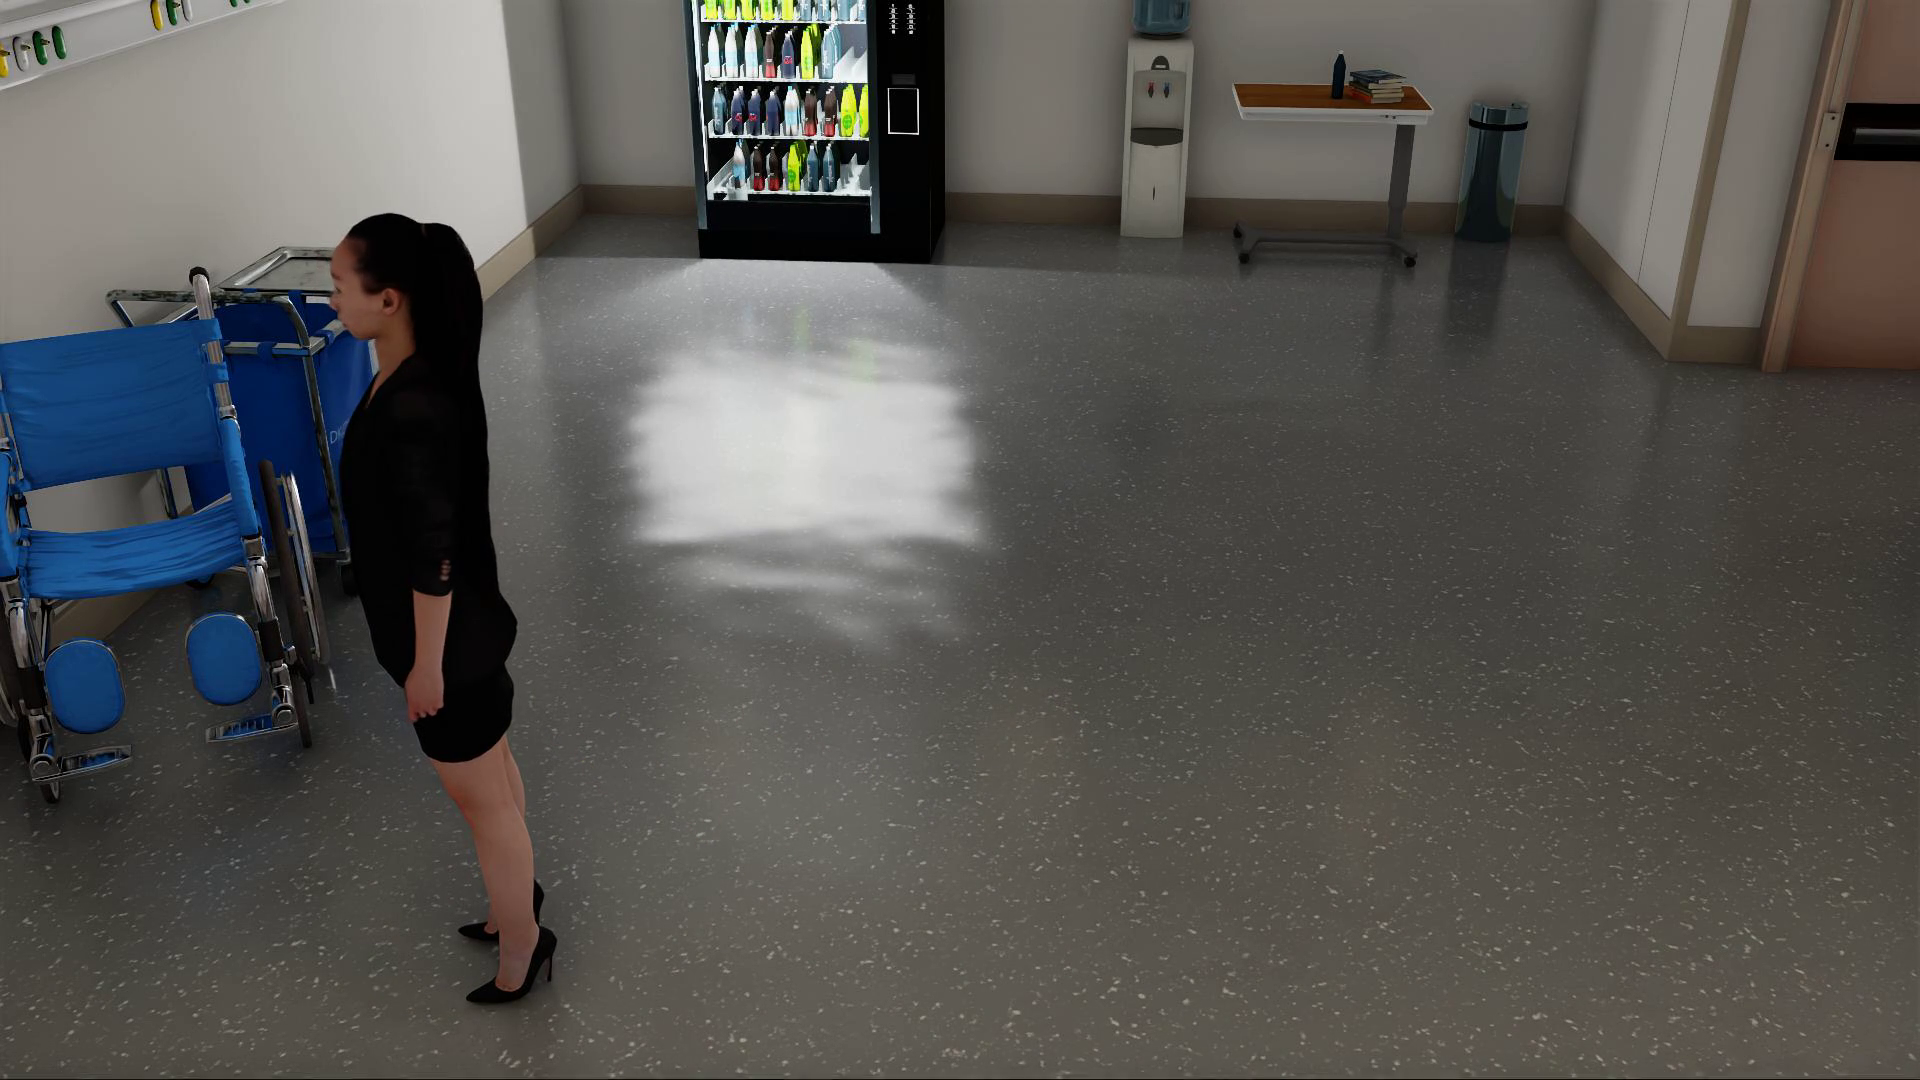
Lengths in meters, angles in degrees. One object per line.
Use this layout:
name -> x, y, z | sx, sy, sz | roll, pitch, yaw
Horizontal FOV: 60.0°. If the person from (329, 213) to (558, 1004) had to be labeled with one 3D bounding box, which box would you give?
person -> -1.015, 0.182, 3.326 | 0.638, 1.700, 0.659 | -7, 27, -14
